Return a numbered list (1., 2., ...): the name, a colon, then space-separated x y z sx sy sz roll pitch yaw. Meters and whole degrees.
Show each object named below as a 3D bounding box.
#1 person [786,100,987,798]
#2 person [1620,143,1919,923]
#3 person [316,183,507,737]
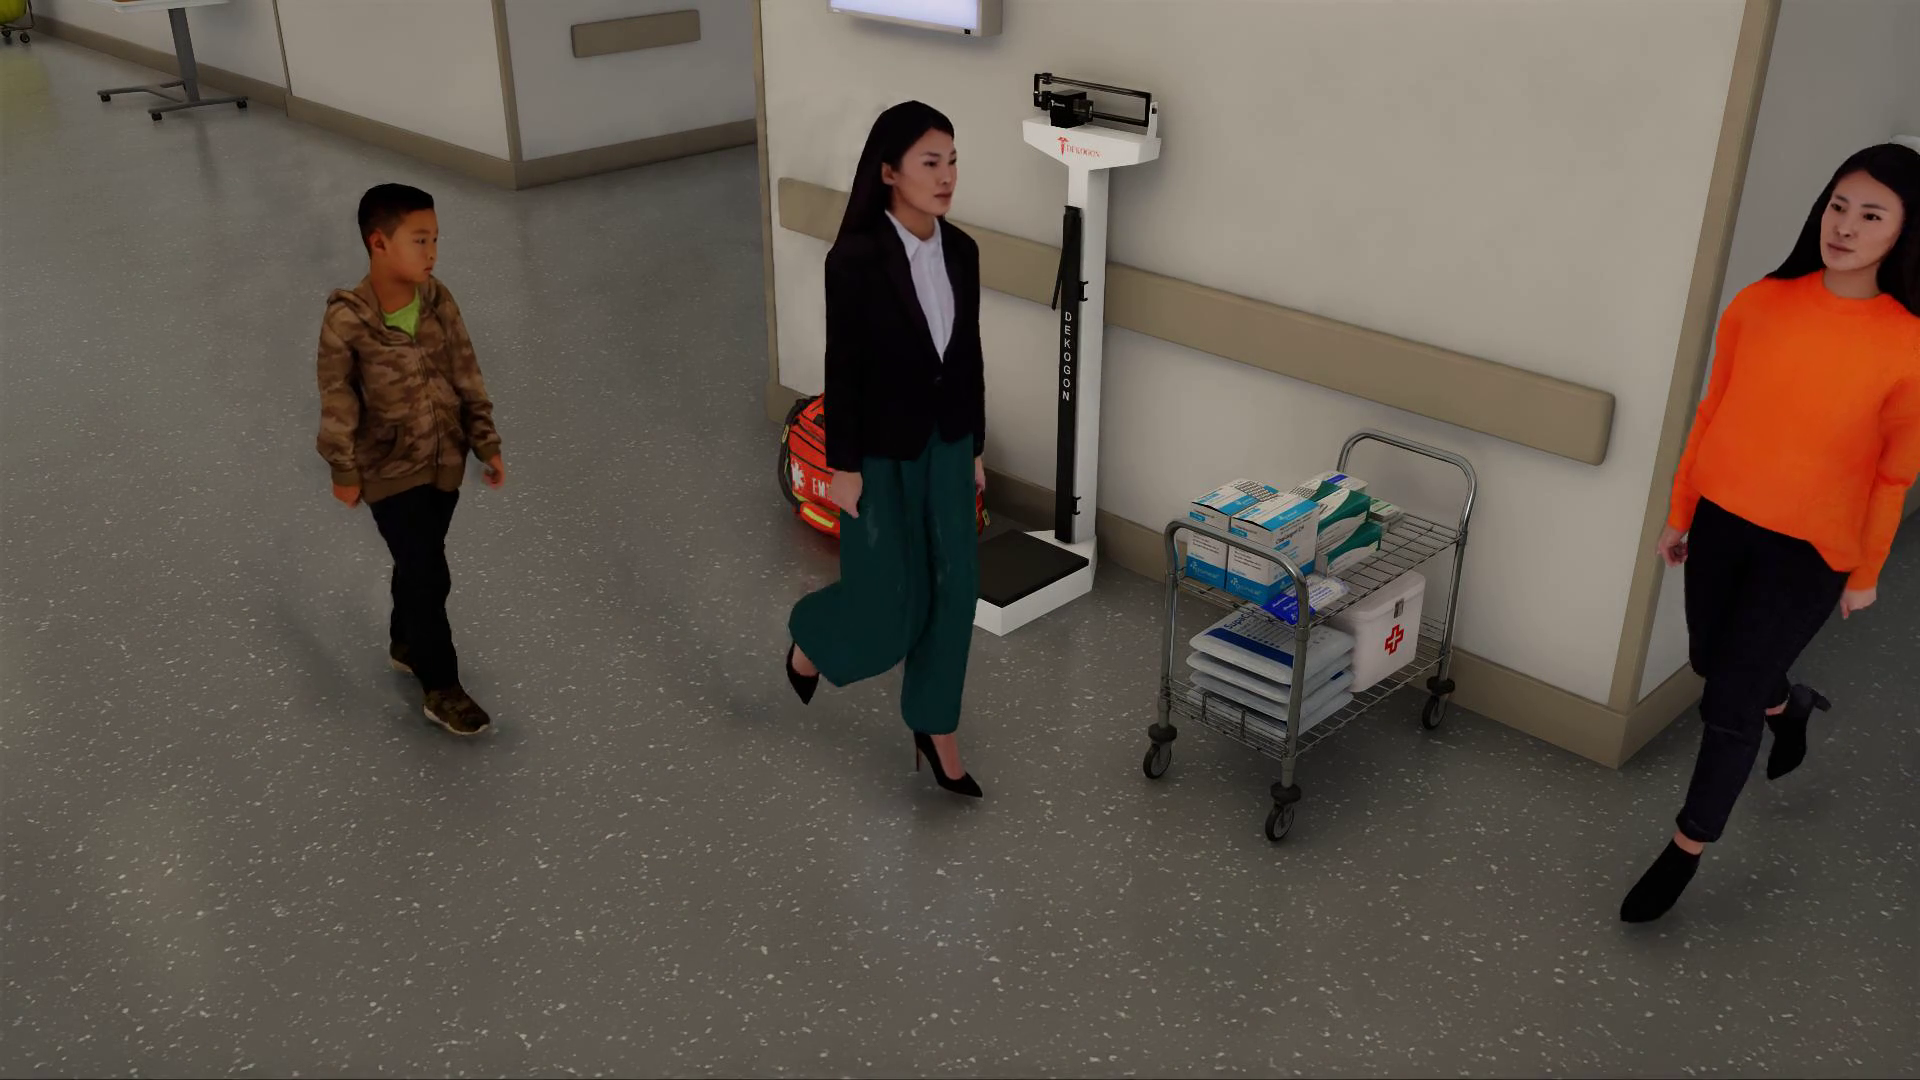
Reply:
1. person: -0.183 -0.171 3.992 0.660 1.720 0.873 -20 32 -35
2. person: 1.815 0.002 3.637 0.822 1.717 1.083 -15 29 -28
3. person: -1.517 -0.234 4.459 0.824 1.428 0.652 17 31 31
